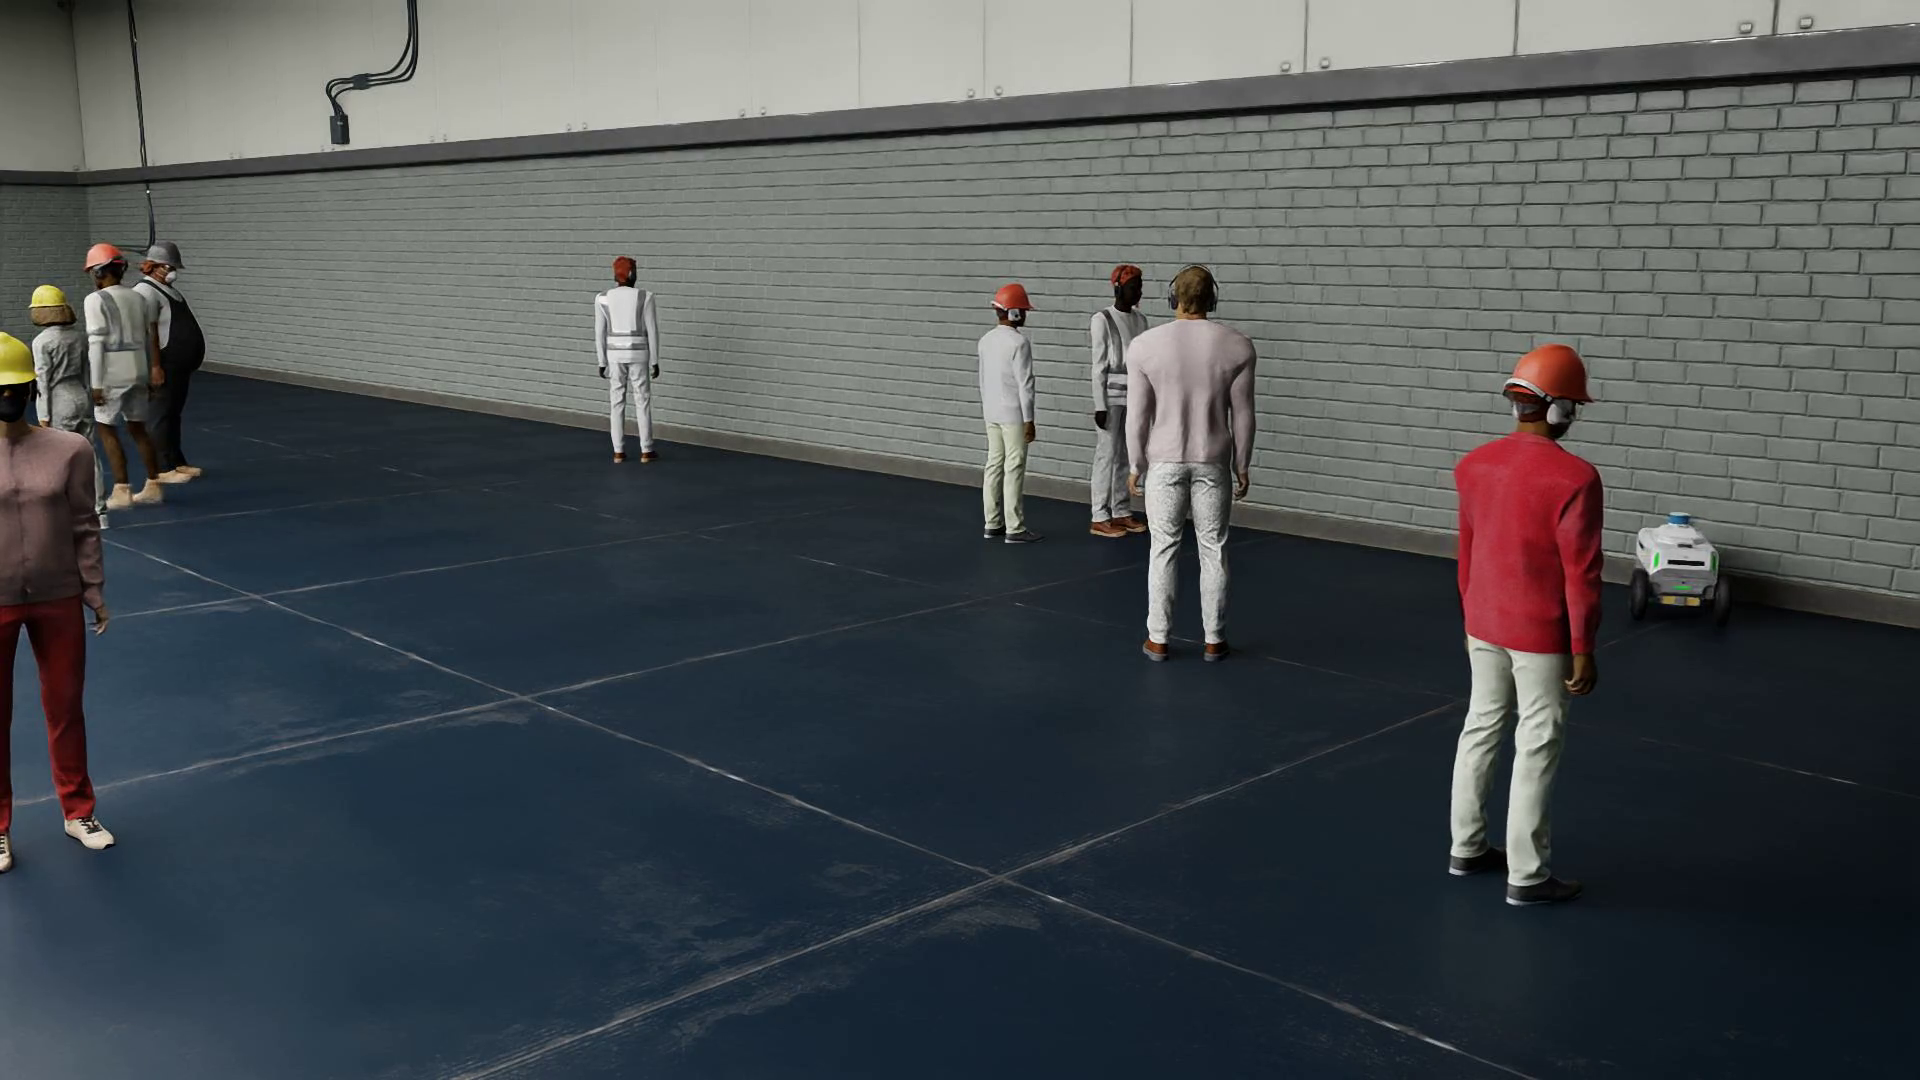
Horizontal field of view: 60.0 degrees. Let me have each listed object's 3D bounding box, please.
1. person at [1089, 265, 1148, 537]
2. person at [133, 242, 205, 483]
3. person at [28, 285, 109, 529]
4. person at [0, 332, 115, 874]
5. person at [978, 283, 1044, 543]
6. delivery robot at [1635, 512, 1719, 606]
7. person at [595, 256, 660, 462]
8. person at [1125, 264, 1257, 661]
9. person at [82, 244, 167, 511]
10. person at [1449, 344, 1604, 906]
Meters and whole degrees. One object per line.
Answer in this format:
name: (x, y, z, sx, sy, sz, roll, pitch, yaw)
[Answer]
person: (1.111, -0.958, 11.534, 0.569, 1.878, 0.351, -10, 14, -44)
person: (-6.682, -1.514, 14.101, 0.537, 2.000, 0.674, -1, 10, -8)
person: (-6.253, -0.897, 11.584, 0.319, 1.737, 0.486, 3, 11, 13)
person: (-3.096, 0.201, 5.499, 0.522, 1.769, 0.311, -10, 14, -42)
person: (0.348, -0.859, 11.310, 0.330, 1.751, 0.563, -7, 12, -32)
delivery robot: (3.940, 0.090, 9.153, 0.477, 0.478, 0.707, 3, 11, 15)
person: (-3.035, -1.645, 15.239, 0.573, 1.885, 0.356, 0, 10, 3)
person: (1.117, -0.364, 8.107, 0.632, 1.939, 0.368, 1, 10, 5)
person: (-6.422, -1.239, 12.686, 0.436, 2.015, 0.637, 2, 11, 11)
person: (1.799, 0.260, 5.233, 0.343, 1.743, 0.566, -5, 12, -25)
